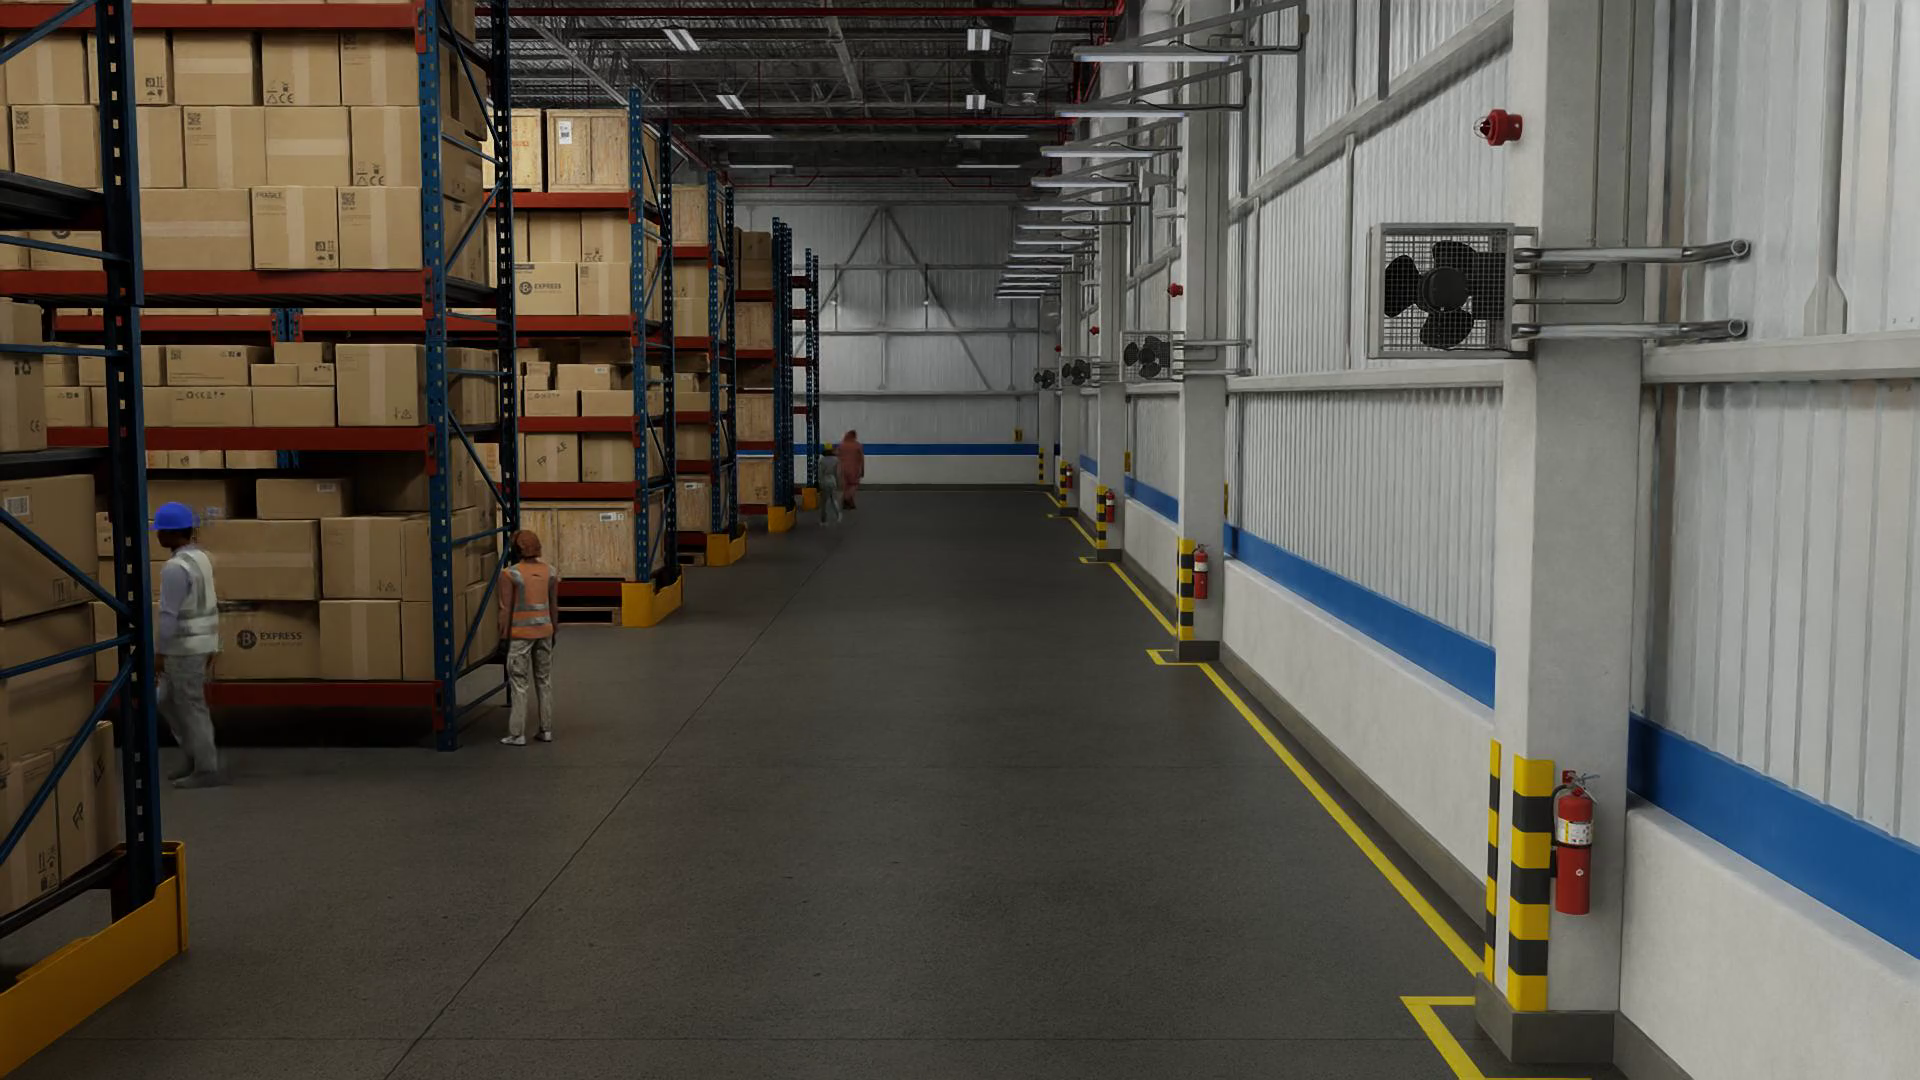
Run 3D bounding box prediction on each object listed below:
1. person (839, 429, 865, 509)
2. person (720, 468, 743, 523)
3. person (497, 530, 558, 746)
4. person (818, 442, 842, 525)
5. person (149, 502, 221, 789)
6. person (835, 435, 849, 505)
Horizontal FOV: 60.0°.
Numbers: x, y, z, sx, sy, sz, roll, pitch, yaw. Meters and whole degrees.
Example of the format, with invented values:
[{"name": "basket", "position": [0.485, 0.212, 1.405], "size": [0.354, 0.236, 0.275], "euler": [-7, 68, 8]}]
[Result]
[{"name": "person", "position": [-2.552, -1.642, 38.818], "size": [0.688, 1.882, 0.612], "euler": [3, 6, 27]}, {"name": "person", "position": [-4.497, -0.978, 30.886], "size": [0.814, 1.918, 0.627], "euler": [-1, 5, -8]}, {"name": "person", "position": [-3.249, 0.734, 12.555], "size": [0.323, 1.630, 0.526], "euler": [4, 6, 40]}, {"name": "person", "position": [-2.661, -1.144, 33.943], "size": [0.486, 1.722, 0.663], "euler": [-3, 6, -30]}, {"name": "person", "position": [-5.210, 0.712, 11.126], "size": [0.531, 1.928, 0.615], "euler": [-1, 5, -15]}, {"name": "person", "position": [-2.795, -1.730, 40.770], "size": [0.590, 1.720, 0.737], "euler": [-2, 5, -19]}]
